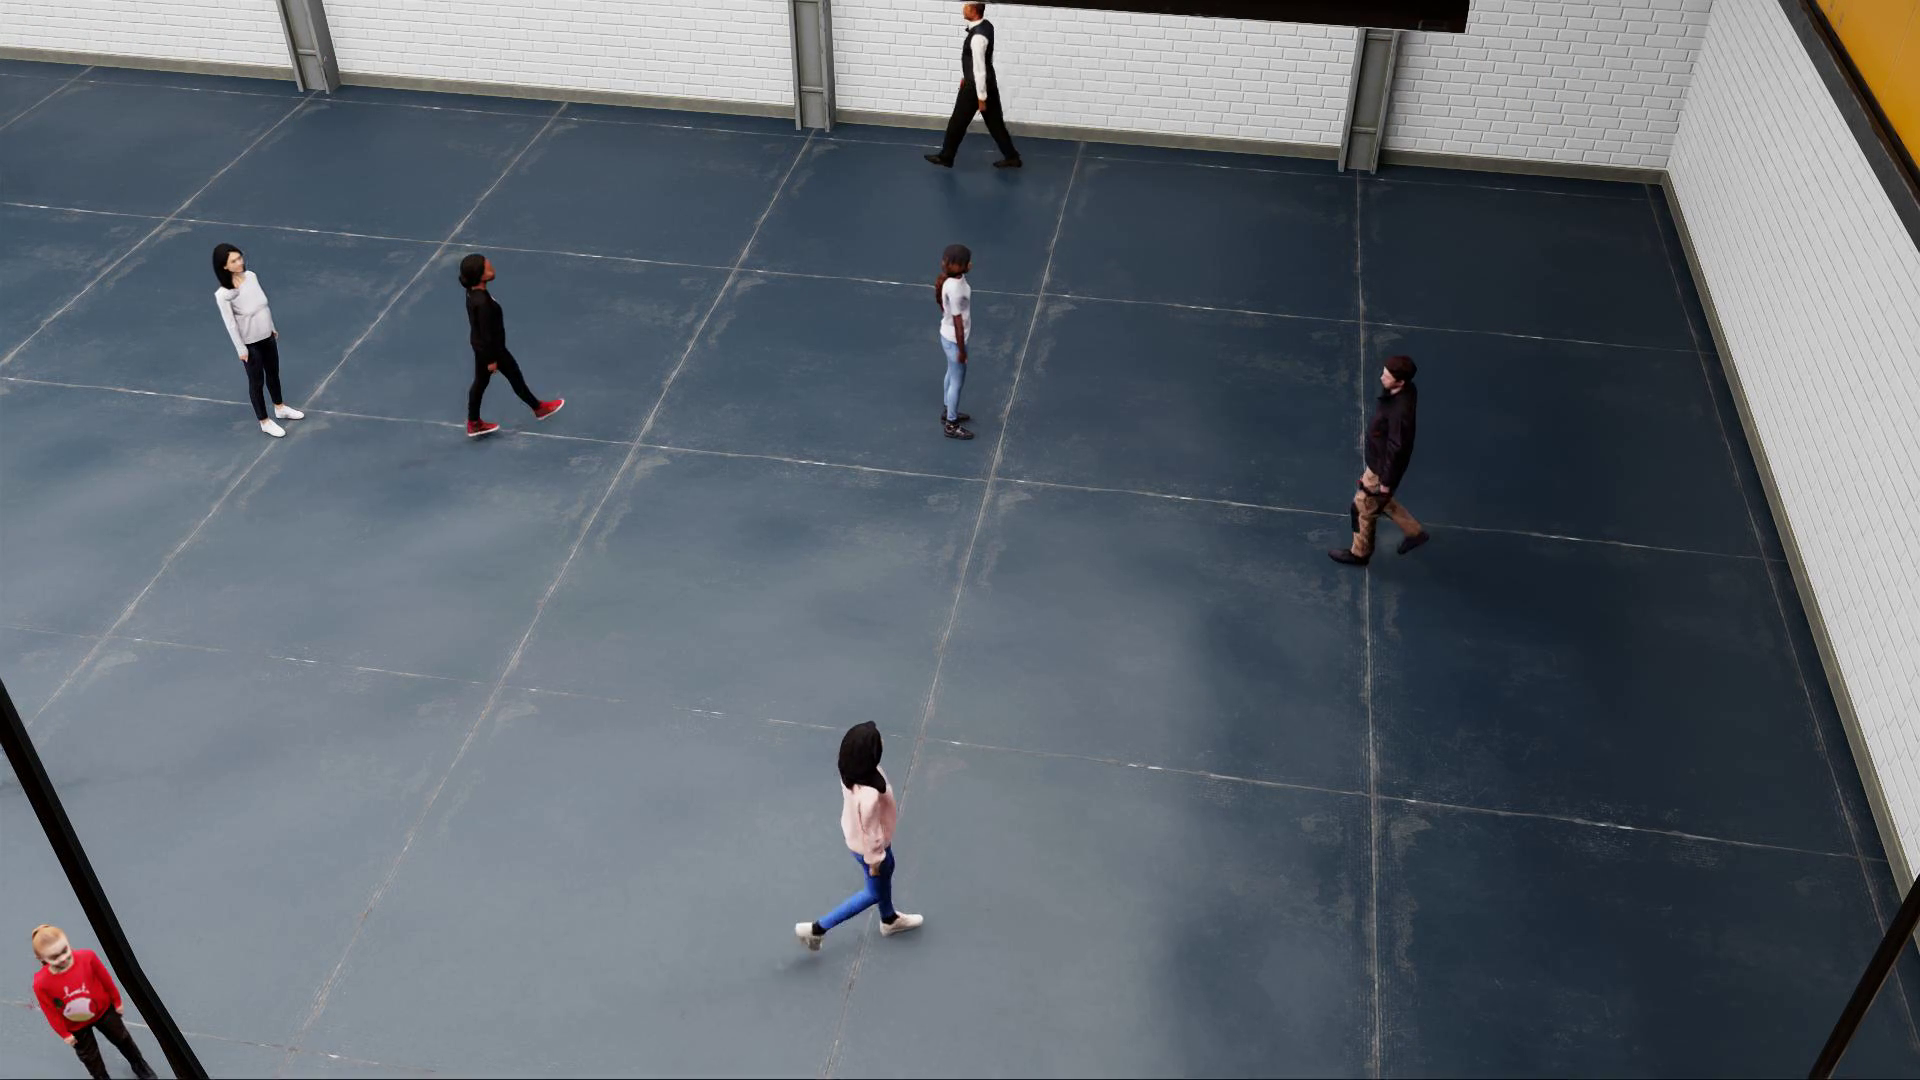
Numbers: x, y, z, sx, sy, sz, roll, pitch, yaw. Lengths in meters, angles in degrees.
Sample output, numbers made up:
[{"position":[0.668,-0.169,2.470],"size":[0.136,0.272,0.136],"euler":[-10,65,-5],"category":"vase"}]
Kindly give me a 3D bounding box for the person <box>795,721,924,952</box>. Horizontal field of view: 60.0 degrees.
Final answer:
[{"position":[-0.592,1.706,9.356],"size":[1.121,1.752,0.933],"euler":[-11,40,-13],"category":"person"}]

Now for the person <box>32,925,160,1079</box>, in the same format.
[{"position":[-4.615,2.490,8.751],"size":[0.654,1.281,0.601],"euler":[32,48,33],"category":"person"}]

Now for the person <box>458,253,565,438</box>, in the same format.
[{"position":[-3.897,-1.536,13.513],"size":[1.138,1.630,1.029],"euler":[-20,43,-23],"category":"person"}]

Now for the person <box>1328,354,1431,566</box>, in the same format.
[{"position":[3.161,-0.530,12.035],"size":[0.966,1.902,0.758],"euler":[12,40,14],"category":"person"}]

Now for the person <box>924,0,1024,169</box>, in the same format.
[{"position":[0.290,-4.691,17.272],"size":[1.306,1.867,0.775],"euler":[10,40,12],"category":"person"}]

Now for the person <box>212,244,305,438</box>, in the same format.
[{"position":[-5.784,-1.657,13.608],"size":[0.579,1.701,0.630],"euler":[10,40,12],"category":"person"}]

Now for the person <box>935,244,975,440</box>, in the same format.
[{"position":[-0.036,-1.634,13.564],"size":[0.603,1.719,0.634],"euler":[-3,39,-3],"category":"person"}]
